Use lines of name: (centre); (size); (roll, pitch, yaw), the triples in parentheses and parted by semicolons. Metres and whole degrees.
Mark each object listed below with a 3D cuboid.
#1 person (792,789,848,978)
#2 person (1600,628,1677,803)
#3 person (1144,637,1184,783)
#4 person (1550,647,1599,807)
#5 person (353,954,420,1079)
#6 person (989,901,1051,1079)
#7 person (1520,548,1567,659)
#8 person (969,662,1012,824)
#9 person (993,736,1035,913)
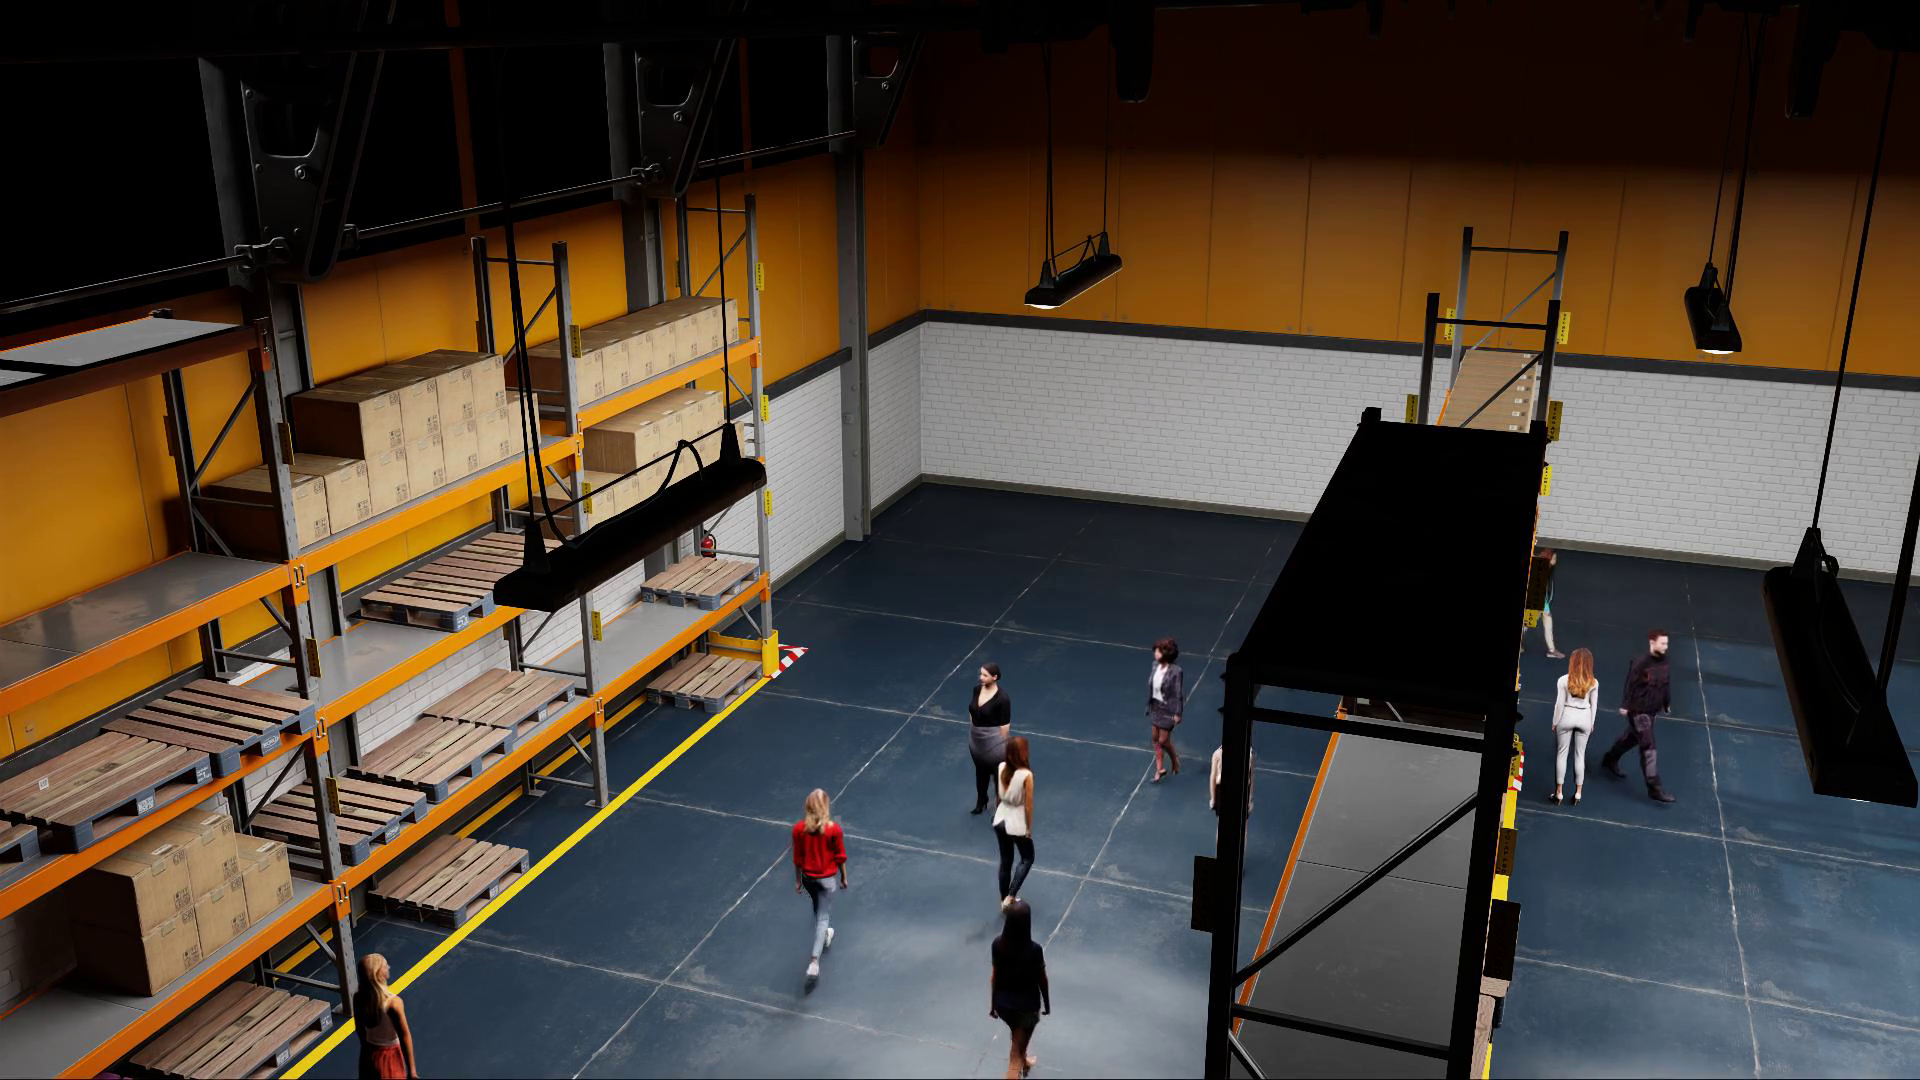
person: (-1.249, 3.030, 14.600); (0.786, 1.667, 1.182); (3, 19, 8)
person: (7.291, 1.817, 17.895); (1.265, 1.862, 1.239); (-11, 22, -30)
person: (2.277, 1.842, 18.089); (0.793, 1.692, 0.760); (-13, 23, -35)
person: (6.483, 1.972, 17.583); (0.633, 1.767, 0.606); (2, 19, 5)
person: (-4.180, 3.816, 12.054); (0.645, 1.802, 0.613); (9, 21, 25)
person: (0.414, 3.634, 12.729); (0.601, 1.716, 1.125); (7, 20, 20)
person: (7.420, 0.816, 21.491); (0.748, 1.464, 0.960); (11, 21, 29)
person: (0.318, 2.079, 17.280); (0.757, 1.760, 0.758); (17, 25, 41)
person: (0.430, 2.684, 15.458); (0.690, 1.774, 0.712); (14, 23, 36)
